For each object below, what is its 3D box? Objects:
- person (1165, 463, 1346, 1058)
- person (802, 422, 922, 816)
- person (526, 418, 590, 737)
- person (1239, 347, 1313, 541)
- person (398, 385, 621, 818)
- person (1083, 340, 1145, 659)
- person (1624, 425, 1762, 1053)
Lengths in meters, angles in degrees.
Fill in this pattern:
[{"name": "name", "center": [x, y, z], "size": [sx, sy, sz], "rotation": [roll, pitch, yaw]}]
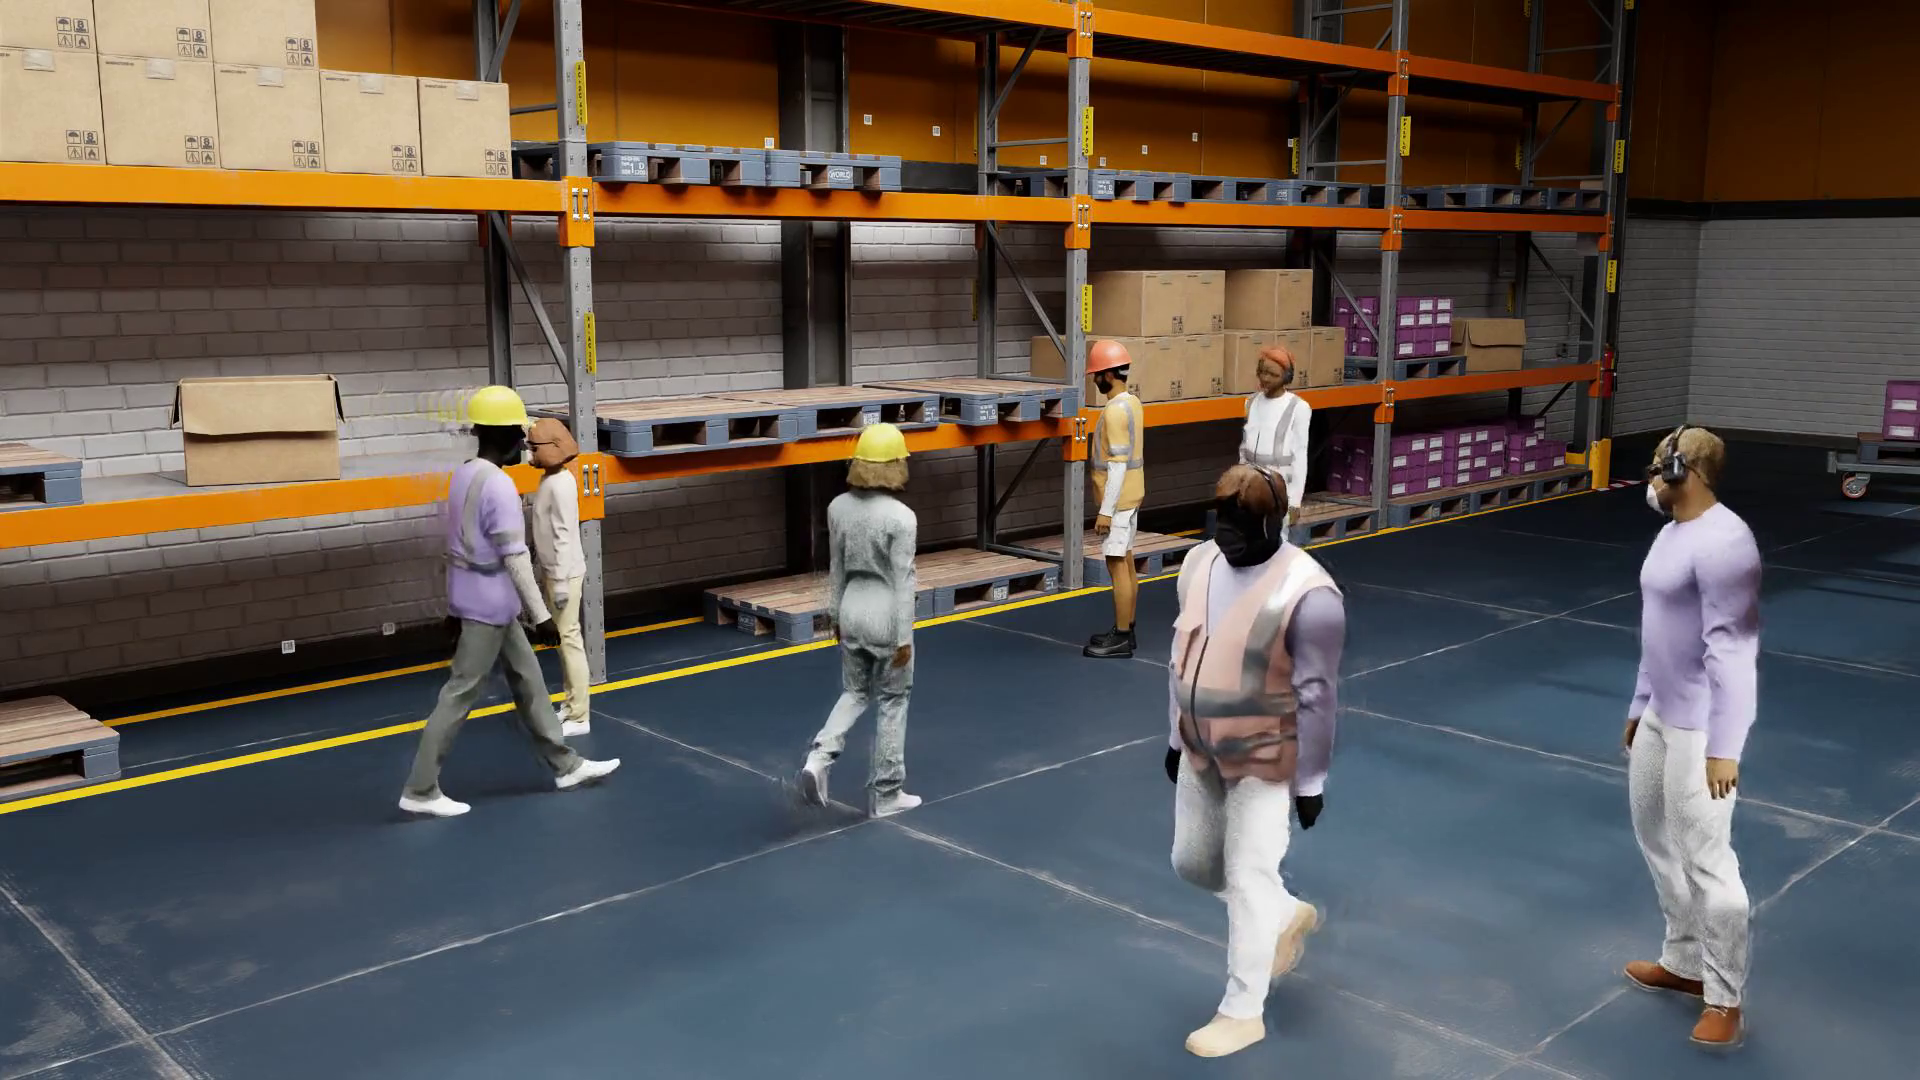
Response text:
[{"name": "person", "center": [0.927, 0.653, 5.147], "size": [0.562, 1.823, 0.634], "rotation": [-6, 11, -32]}, {"name": "person", "center": [-0.406, 0.366, 7.094], "size": [0.488, 1.732, 0.533], "rotation": [7, 12, 36]}, {"name": "person", "center": [-2.042, 0.191, 8.444], "size": [0.272, 1.629, 0.499], "rotation": [-4, 10, -22]}, {"name": "person", "center": [2.023, -0.306, 10.677], "size": [0.452, 1.861, 0.639], "rotation": [-6, 12, -33]}, {"name": "person", "center": [-2.027, 0.268, 7.269], "size": [1.010, 1.876, 0.589], "rotation": [-5, 11, -26]}, {"name": "person", "center": [0.922, -0.242, 10.087], "size": [0.374, 1.928, 0.543], "rotation": [3, 10, 16]}, {"name": "person", "center": [2.339, 0.601, 5.262], "size": [0.340, 1.901, 0.739], "rotation": [1, 10, 7]}]
